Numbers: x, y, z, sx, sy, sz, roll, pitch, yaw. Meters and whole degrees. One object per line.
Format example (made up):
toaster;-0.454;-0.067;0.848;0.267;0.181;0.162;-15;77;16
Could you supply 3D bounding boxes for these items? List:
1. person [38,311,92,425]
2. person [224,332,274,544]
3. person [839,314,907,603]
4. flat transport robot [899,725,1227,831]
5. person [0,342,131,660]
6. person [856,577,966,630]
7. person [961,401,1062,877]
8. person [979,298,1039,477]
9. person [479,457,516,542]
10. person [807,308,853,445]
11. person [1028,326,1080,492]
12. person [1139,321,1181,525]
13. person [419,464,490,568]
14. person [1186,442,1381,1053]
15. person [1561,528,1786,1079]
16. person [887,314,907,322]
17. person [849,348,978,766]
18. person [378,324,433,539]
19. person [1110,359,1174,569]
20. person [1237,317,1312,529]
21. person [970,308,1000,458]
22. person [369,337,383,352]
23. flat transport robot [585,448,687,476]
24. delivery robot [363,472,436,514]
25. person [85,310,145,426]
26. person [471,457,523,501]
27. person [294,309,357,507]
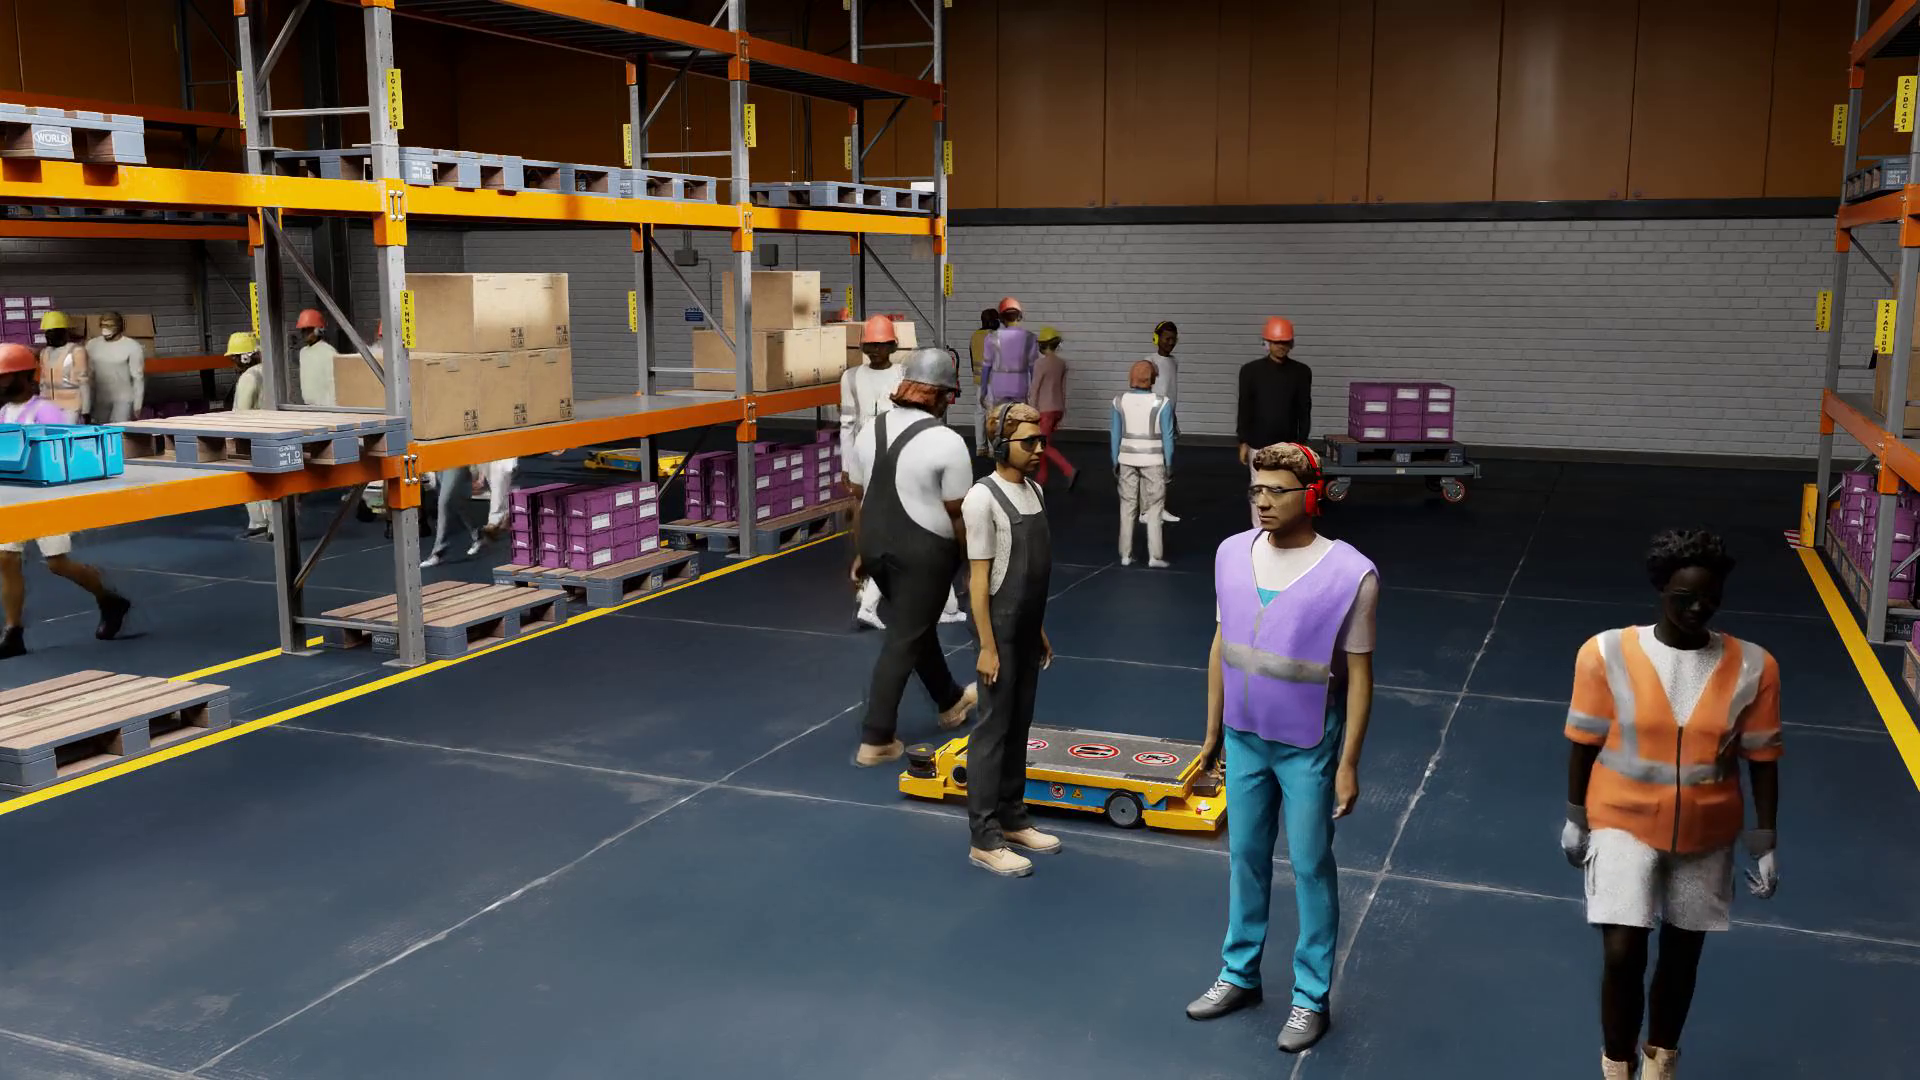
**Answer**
person;-9.010;-1.335;16.696;0.610;1.913;0.438;4;10;24
person;-6.030;-0.851;14.092;0.622;1.802;0.601;-2;10;-10
person;-0.556;-0.555;11.639;0.607;2.038;0.397;2;10;13
flat transport robot;0.512;1.023;7.392;1.431;0.197;0.652;4;10;22
person;-5.626;-0.256;10.184;0.544;1.914;0.870;5;10;26
person;-0.325;-0.208;10.832;0.840;1.600;0.520;-8;12;-39
person;0.206;0.378;6.545;0.345;1.846;0.508;5;11;28
person;0.532;-1.626;18.174;0.611;2.013;0.515;-1;9;-9
person;-4.083;-0.902;14.466;0.631;1.792;0.966;2;10;10
person;-1.423;-1.662;18.717;0.760;1.902;0.560;-3;10;-17
person;0.955;-1.343;17.273;0.706;1.743;0.536;7;12;36
person;1.857;-1.074;15.292;0.330;1.864;0.512;8;12;40
person;-4.072;-0.617;13.344;0.516;1.595;0.846;5;11;30
person;0.997;0.616;5.091;0.563;1.847;0.389;9;13;43
person;1.899;0.803;4.431;0.550;1.676;0.563;2;10;11
person;-0.804;-1.518;18.017;0.745;1.863;0.569;-2;9;-9
person;-0.154;0.029;8.067;1.050;2.000;0.695;-9;13;-44
person;-4.879;-0.971;14.460;0.542;1.931;0.375;-2;10;-14
person;1.424;-0.586;13.013;0.524;1.637;0.308;5;11;27
person;2.473;-0.754;13.029;0.619;1.961;0.809;0;9;0
person;0.379;-1.937;20.585;0.429;1.844;0.625;-6;11;-31
person;-5.461;-1.215;16.068;0.660;1.884;0.428;8;13;41
flat transport robot;-3.604;-0.904;19.071;1.431;0.197;0.652;8;12;41
delivery robot;-5.214;-0.500;15.479;0.477;0.478;0.707;4;10;21
person;-8.752;-1.438;17.331;0.659;1.919;0.560;1;9;7
person;-4.600;-1.321;16.706;0.757;1.880;0.681;-4;10;-21
person;-6.315;-1.304;16.451;0.635;1.944;1.019;6;11;34
